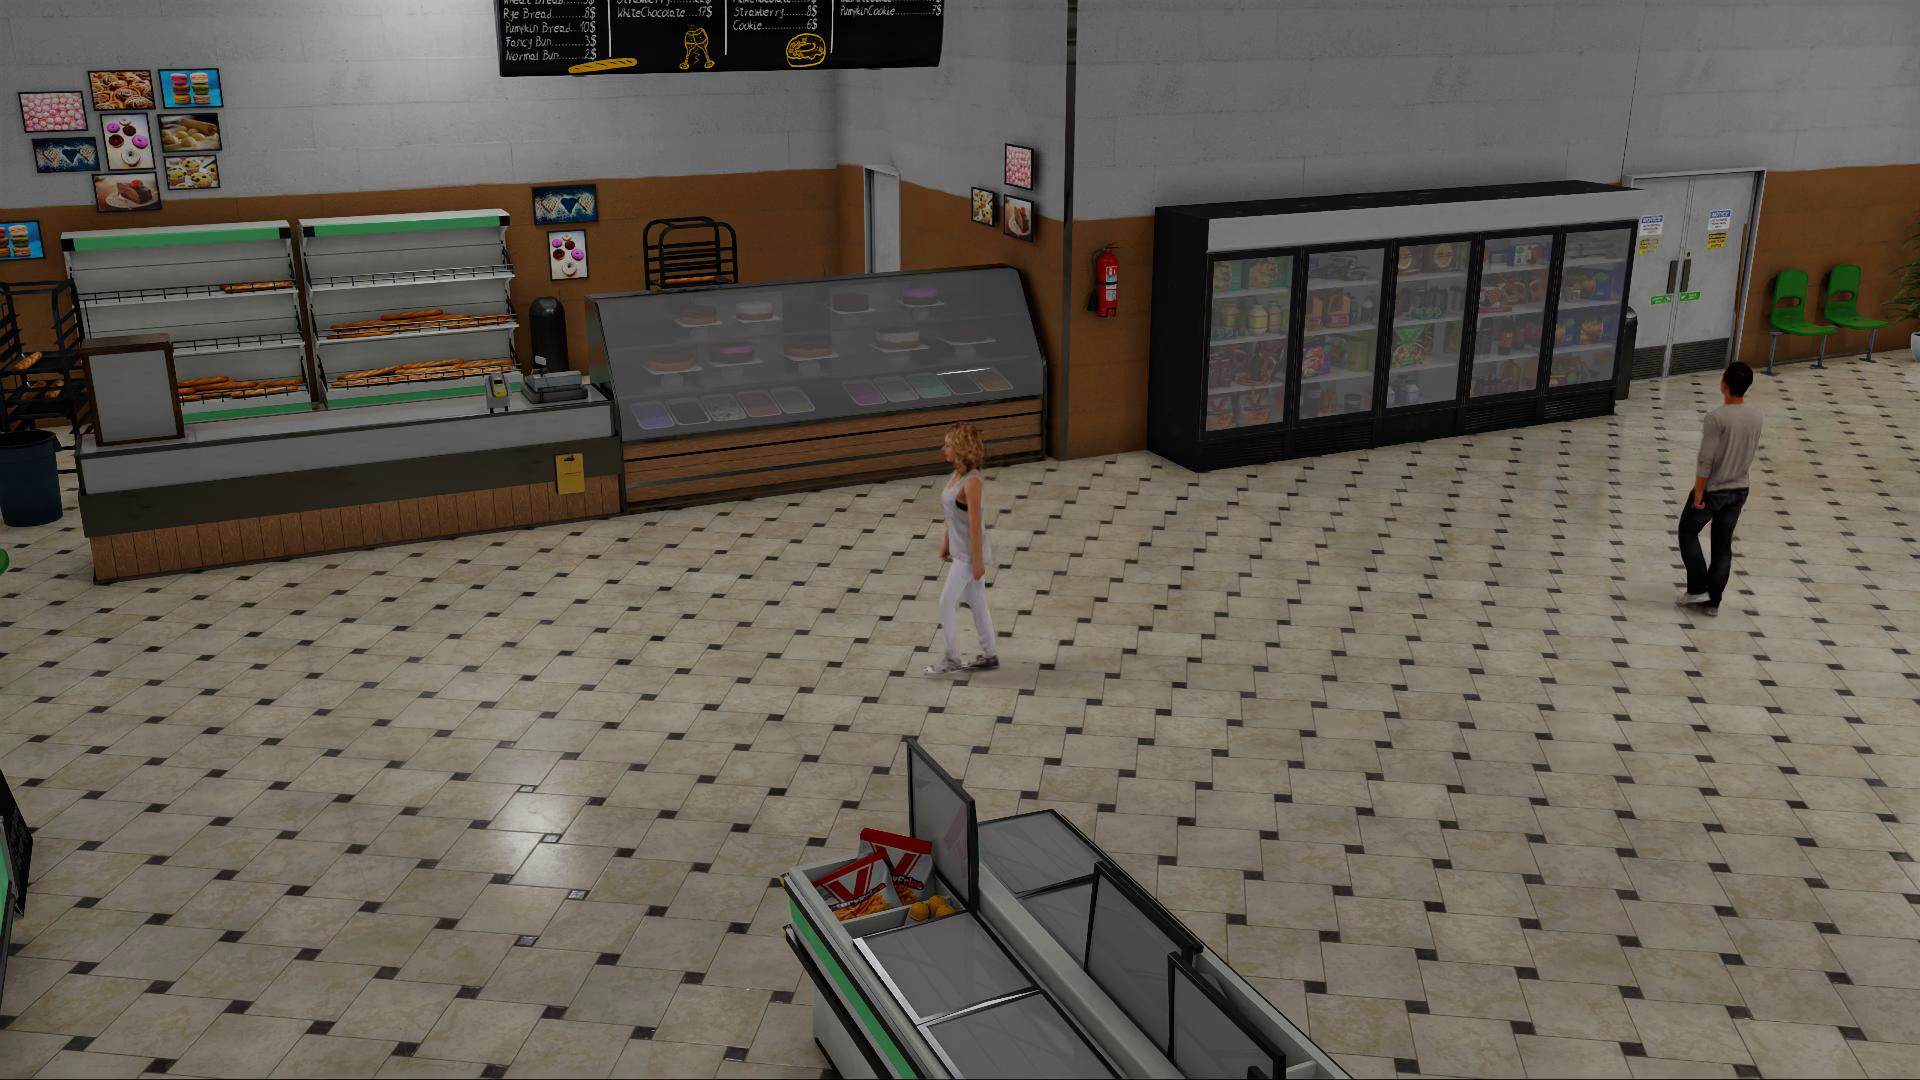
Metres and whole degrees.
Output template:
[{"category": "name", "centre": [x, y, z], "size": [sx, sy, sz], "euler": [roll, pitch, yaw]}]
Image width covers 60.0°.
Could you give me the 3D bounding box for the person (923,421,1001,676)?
[{"category": "person", "centre": [0.134, 0.066, 10.590], "size": [0.818, 1.654, 0.779], "euler": [-2, 19, -7]}]

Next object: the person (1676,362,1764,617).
[{"category": "person", "centre": [5.330, -0.320, 11.508], "size": [0.711, 1.799, 0.689], "euler": [-4, 19, -13]}]
